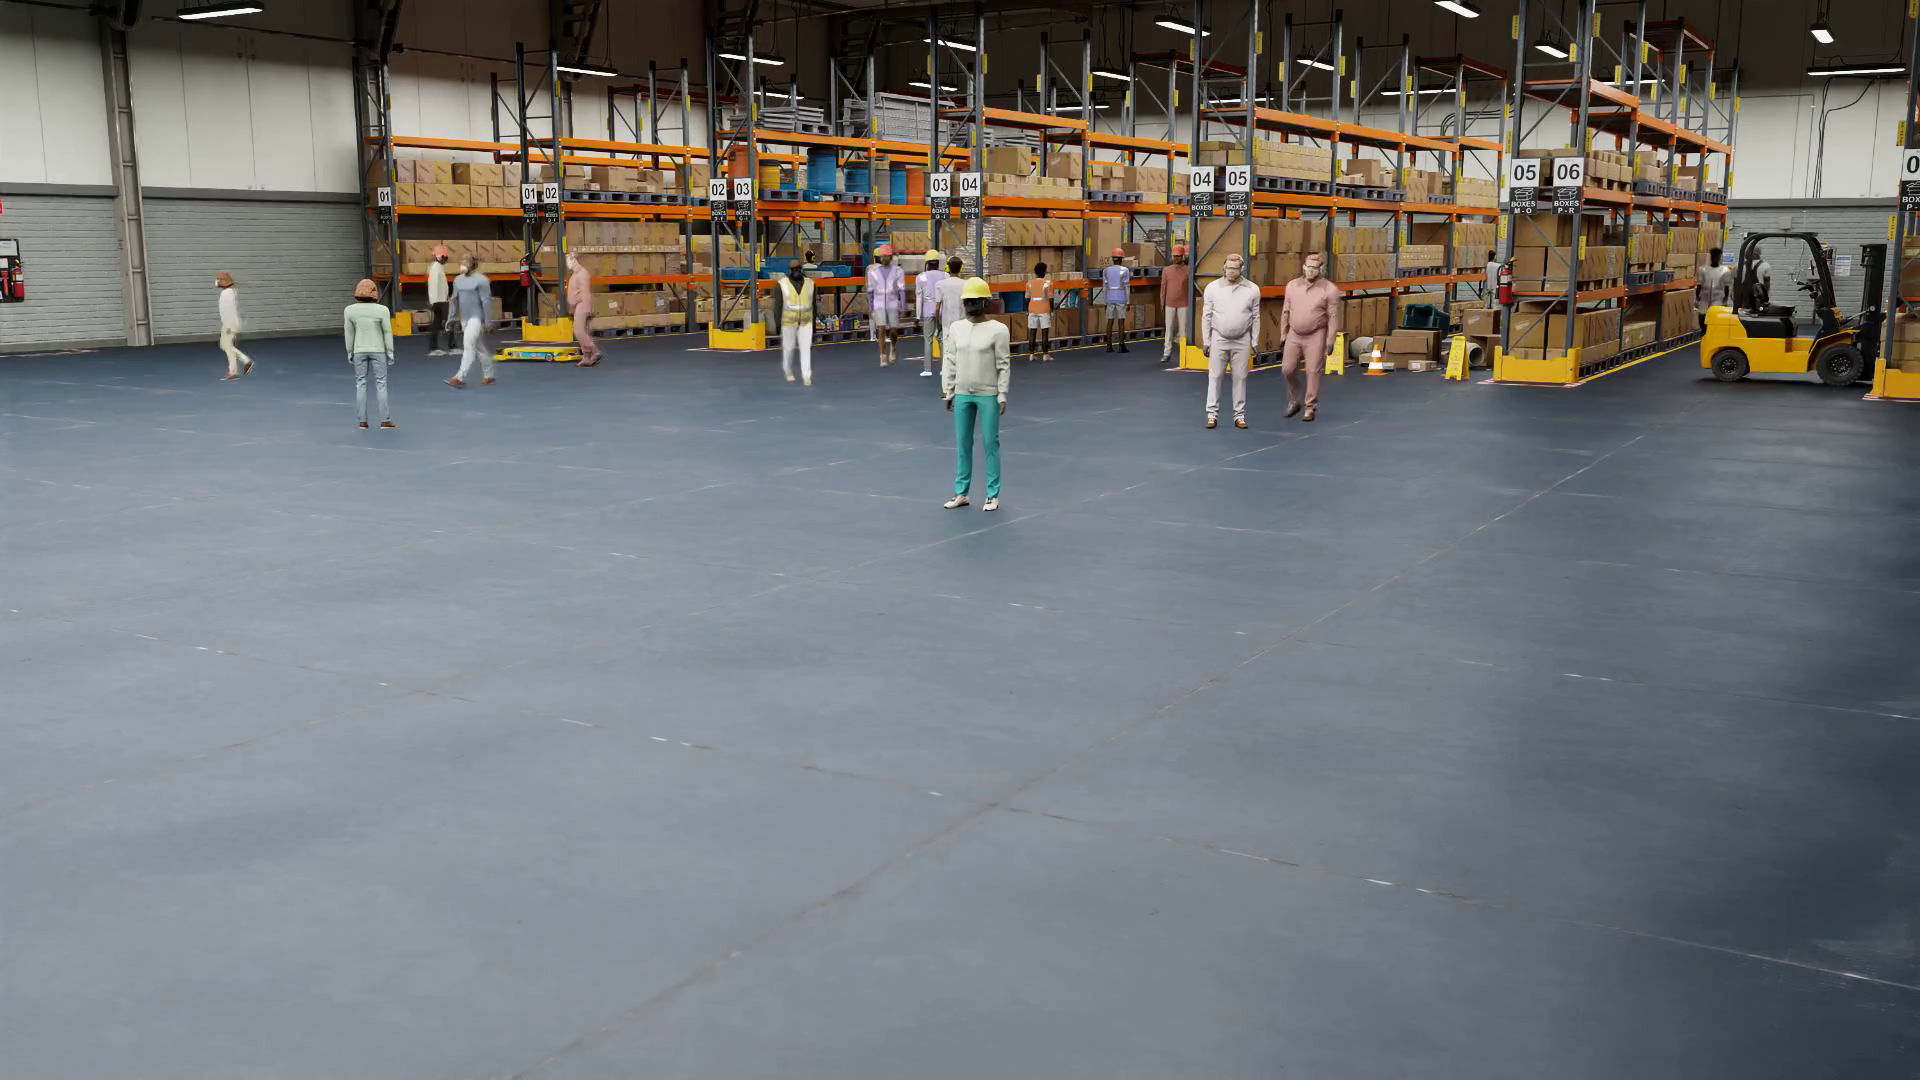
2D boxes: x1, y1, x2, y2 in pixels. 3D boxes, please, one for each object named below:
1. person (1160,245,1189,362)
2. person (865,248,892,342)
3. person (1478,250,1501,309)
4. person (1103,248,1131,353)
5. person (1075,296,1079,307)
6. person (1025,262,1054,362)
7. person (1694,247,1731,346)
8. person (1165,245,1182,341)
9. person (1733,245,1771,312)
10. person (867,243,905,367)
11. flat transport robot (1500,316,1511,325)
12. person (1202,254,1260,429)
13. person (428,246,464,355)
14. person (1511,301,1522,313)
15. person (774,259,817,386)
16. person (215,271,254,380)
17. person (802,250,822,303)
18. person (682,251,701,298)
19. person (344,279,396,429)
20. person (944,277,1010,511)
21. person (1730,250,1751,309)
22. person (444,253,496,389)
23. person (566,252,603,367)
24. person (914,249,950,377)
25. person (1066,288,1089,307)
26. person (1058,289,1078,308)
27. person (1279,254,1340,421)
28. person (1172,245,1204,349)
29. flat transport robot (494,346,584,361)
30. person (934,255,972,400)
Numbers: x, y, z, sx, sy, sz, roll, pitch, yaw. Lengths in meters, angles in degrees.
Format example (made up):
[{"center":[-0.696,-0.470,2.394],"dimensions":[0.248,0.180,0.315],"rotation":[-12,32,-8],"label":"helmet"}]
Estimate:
[{"center":[3.695,-4.012,28.289],"dimensions":[0.608,1.995,0.377],"rotation":[4,11,19],"label":"person"},{"center":[-1.661,-4.999,34.001],"dimensions":[0.585,1.929,0.370],"rotation":[7,12,35],"label":"person"},{"center":[12.519,-5.909,39.305],"dimensions":[0.510,1.860,0.334],"rotation":[3,10,14],"label":"person"},{"center":[2.905,-4.428,30.776],"dimensions":[0.545,1.941,0.351],"rotation":[5,11,28],"label":"person"},{"center":[3.394,-7.209,46.354],"dimensions":[0.630,1.940,0.372],"rotation":[10,14,44],"label":"person"},{"center":[1.372,-3.902,28.506],"dimensions":[0.539,1.695,0.319],"rotation":[5,11,28],"label":"person"},{"center":[14.507,-4.666,32.076],"dimensions":[0.620,1.946,0.412],"rotation":[6,12,31],"label":"person"},{"center":[4.518,-5.102,34.429],"dimensions":[0.645,1.976,0.433],"rotation":[6,12,31],"label":"person"},{"center":[16.382,-5.130,34.422],"dimensions":[0.697,2.000,1.044],"rotation":[6,12,30],"label":"person"},{"center":[-1.208,-3.867,27.402],"dimensions":[0.616,2.027,0.766],"rotation":[0,10,-1],"label":"person"},{"center":[13.259,-5.396,40.869],"dimensions":[0.652,0.197,1.431],"rotation":[1,10,8],"label":"flat transport robot"},{"center":[2.962,-2.162,18.194],"dimensions":[0.636,1.903,0.405],"rotation":[0,10,2],"label":"person"},{"center":[-9.252,-4.303,29.974],"dimensions":[0.813,1.964,0.641],"rotation":[-2,10,-11],"label":"person"},{"center":[13.950,-6.225,41.557],"dimensions":[0.644,1.669,0.552],"rotation":[5,11,26],"label":"person"},{"center":[-2.372,-3.130,23.921],"dimensions":[0.642,1.811,0.892],"rotation":[-3,11,-17],"label":"person"},{"center":[-10.851,-3.199,24.797],"dimensions":[0.429,1.621,0.506],"rotation":[-6,12,-30],"label":"person"},{"center":[-3.235,-5.350,36.134],"dimensions":[0.513,1.872,0.328],"rotation":[5,11,26],"label":"person"},{"center":[-6.485,-6.102,40.215],"dimensions":[0.558,1.918,0.629],"rotation":[6,12,31],"label":"person"},{"center":[-6.444,-2.026,18.174],"dimensions":[0.507,1.632,0.274],"rotation":[-1,10,-4],"label":"person"},{"center":[0.124,-1.100,12.618],"dimensions":[0.523,1.769,0.319],"rotation":[5,11,26],"label":"person"},{"center":[17.141,-5.393,36.224],"dimensions":[0.654,1.925,0.548],"rotation":[5,11,24],"label":"person"},{"center":[-6.900,-3.079,23.379],"dimensions":[0.634,1.885,1.023],"rotation":[7,12,35],"label":"person"},{"center":[-6.222,-3.768,27.285],"dimensions":[0.423,1.879,0.664],"rotation":[-4,11,-22],"label":"person"},{"center":[-0.409,-3.444,25.326],"dimensions":[0.609,1.923,0.394],"rotation":[-3,11,-18],"label":"person"},{"center":[2.793,-5.946,39.579],"dimensions":[0.563,1.835,0.403],"rotation":[2,10,11],"label":"person"},{"center":[2.645,-6.097,40.399],"dimensions":[0.637,1.842,0.429],"rotation":[8,13,37],"label":"person"},{"center":[3.971,-2.309,19.021],"dimensions":[0.699,1.897,0.450],"rotation":[6,12,31],"label":"person"},{"center":[4.353,-4.668,32.013],"dimensions":[0.605,1.979,1.073],"rotation":[8,13,37],"label":"person"},{"center":[-7.234,-3.221,28.686],"dimensions":[1.431,0.197,0.652],"rotation":[2,10,12],"label":"flat transport robot"},{"center":[-0.078,-2.746,21.555],"dimensions":[0.550,1.873,0.334],"rotation":[1,10,4],"label":"person"}]
